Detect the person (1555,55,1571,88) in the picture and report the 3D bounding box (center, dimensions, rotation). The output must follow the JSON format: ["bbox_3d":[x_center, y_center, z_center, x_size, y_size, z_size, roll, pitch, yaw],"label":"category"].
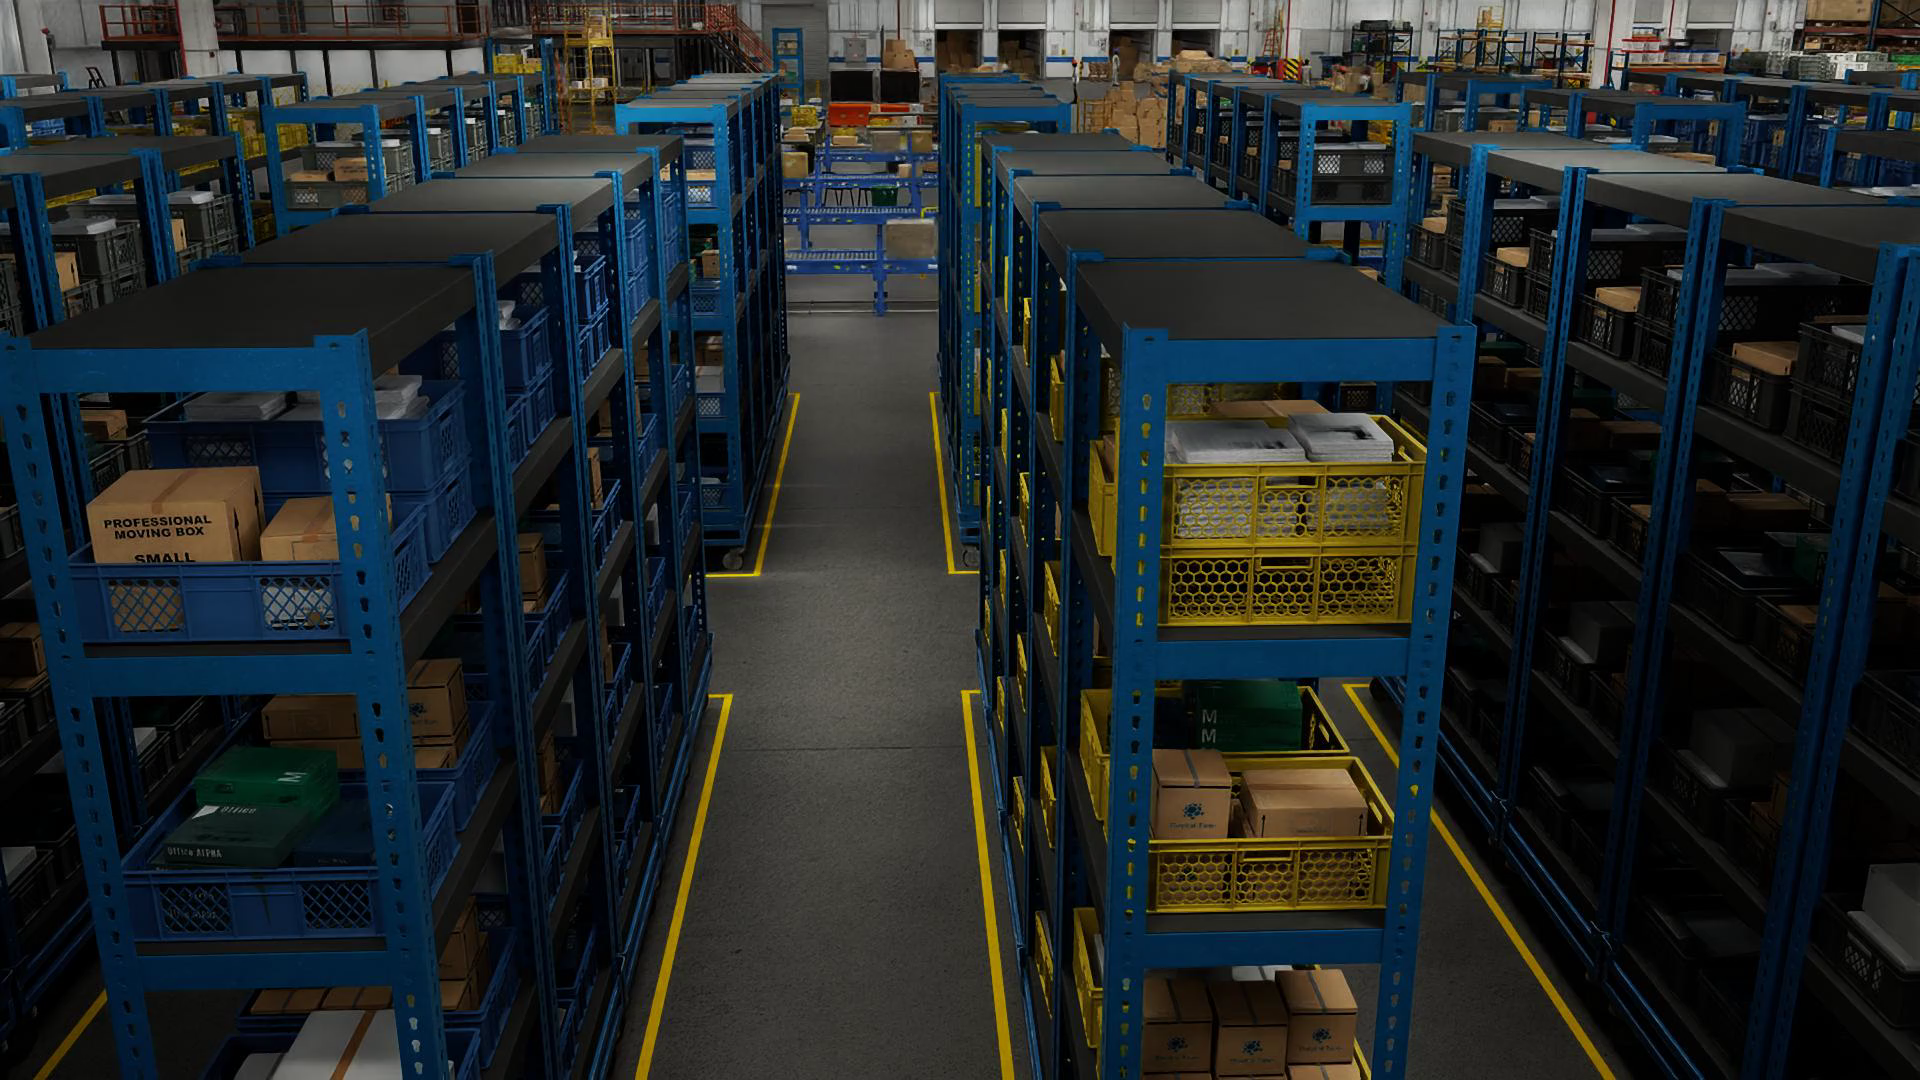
[{"bbox_3d":[29.551,-22.825,81.487,0.696,1.898,0.601,-4,18,-12],"label":"person"}]

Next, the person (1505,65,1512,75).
[{"bbox_3d":[22.507,-18.572,68.355,0.976,1.878,0.603,-1,18,-3],"label":"person"}]

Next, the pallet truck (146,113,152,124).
[{"bbox_3d":[-18.087,-8.309,36.390,1.885,1.965,0.823,-1,18,-4],"label":"pallet truck"}]

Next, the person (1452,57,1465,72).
[{"bbox_3d":[23.913,-22.286,79.951,0.625,1.789,0.944,9,20,26],"label":"person"}]

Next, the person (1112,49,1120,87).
[{"bbox_3d":[8.309,-25.131,88.525,0.390,1.948,0.605,-6,19,-17],"label":"person"}]

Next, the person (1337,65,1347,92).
[{"bbox_3d":[15.042,-17.713,65.586,0.357,1.937,0.551,5,19,15],"label":"person"}]

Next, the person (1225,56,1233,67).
[{"bbox_3d":[13.735,-23.988,85.384,0.499,1.689,0.915,2,18,6],"label":"person"}]

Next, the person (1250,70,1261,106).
[{"bbox_3d":[10.561,-15.767,59.473,0.382,1.995,0.612,-12,21,-32],"label":"person"}]

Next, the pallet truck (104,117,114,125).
[{"bbox_3d":[-18.367,-7.885,35.078,1.885,1.965,0.823,1,18,2],"label":"pallet truck"}]

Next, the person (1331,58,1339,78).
[{"bbox_3d":[18.850,-23.333,83.421,0.762,1.662,0.556,-9,20,-26],"label":"person"}]

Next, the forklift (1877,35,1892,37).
[{"bbox_3d":[44.168,-22.919,80.186,1.129,2.768,1.873,-1,18,-2],"label":"forklift"}]

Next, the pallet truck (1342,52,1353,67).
[{"bbox_3d":[18.794,-23.123,82.231,0.823,1.965,1.885,-13,22,-35],"label":"pallet truck"}]

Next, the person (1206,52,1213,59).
[{"bbox_3d":[13.142,-24.762,87.577,0.430,1.837,0.632,-10,20,-27],"label":"person"}]

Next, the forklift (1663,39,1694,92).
[{"bbox_3d":[30.860,-20.103,71.473,1.129,2.768,1.873,-1,18,-2],"label":"forklift"}]

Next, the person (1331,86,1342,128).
[{"bbox_3d":[12.095,-13.680,53.392,0.537,1.750,0.530,2,18,6],"label":"person"}]

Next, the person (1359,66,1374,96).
[{"bbox_3d":[15.649,-17.355,64.312,1.023,2.000,0.693,8,19,22],"label":"person"}]

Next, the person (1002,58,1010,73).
[{"bbox_3d":[2.182,-20.796,75.169,0.920,1.898,0.644,-3,18,-8],"label":"person"}]

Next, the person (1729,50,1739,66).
[{"bbox_3d":[40.896,-25.020,88.248,0.564,1.897,0.885,-10,21,-29],"label":"person"}]

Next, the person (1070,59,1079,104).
[{"bbox_3d":[5.060,-20.227,73.393,0.378,1.926,0.544,0,18,-1],"label":"person"}]

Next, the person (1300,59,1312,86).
[{"bbox_3d":[15.662,-20.797,75.257,0.506,1.862,0.331,9,20,26],"label":"person"}]

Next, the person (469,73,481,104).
[{"bbox_3d":[-18.260,-16.761,62.793,0.953,1.836,0.610,-12,21,-33],"label":"person"}]
